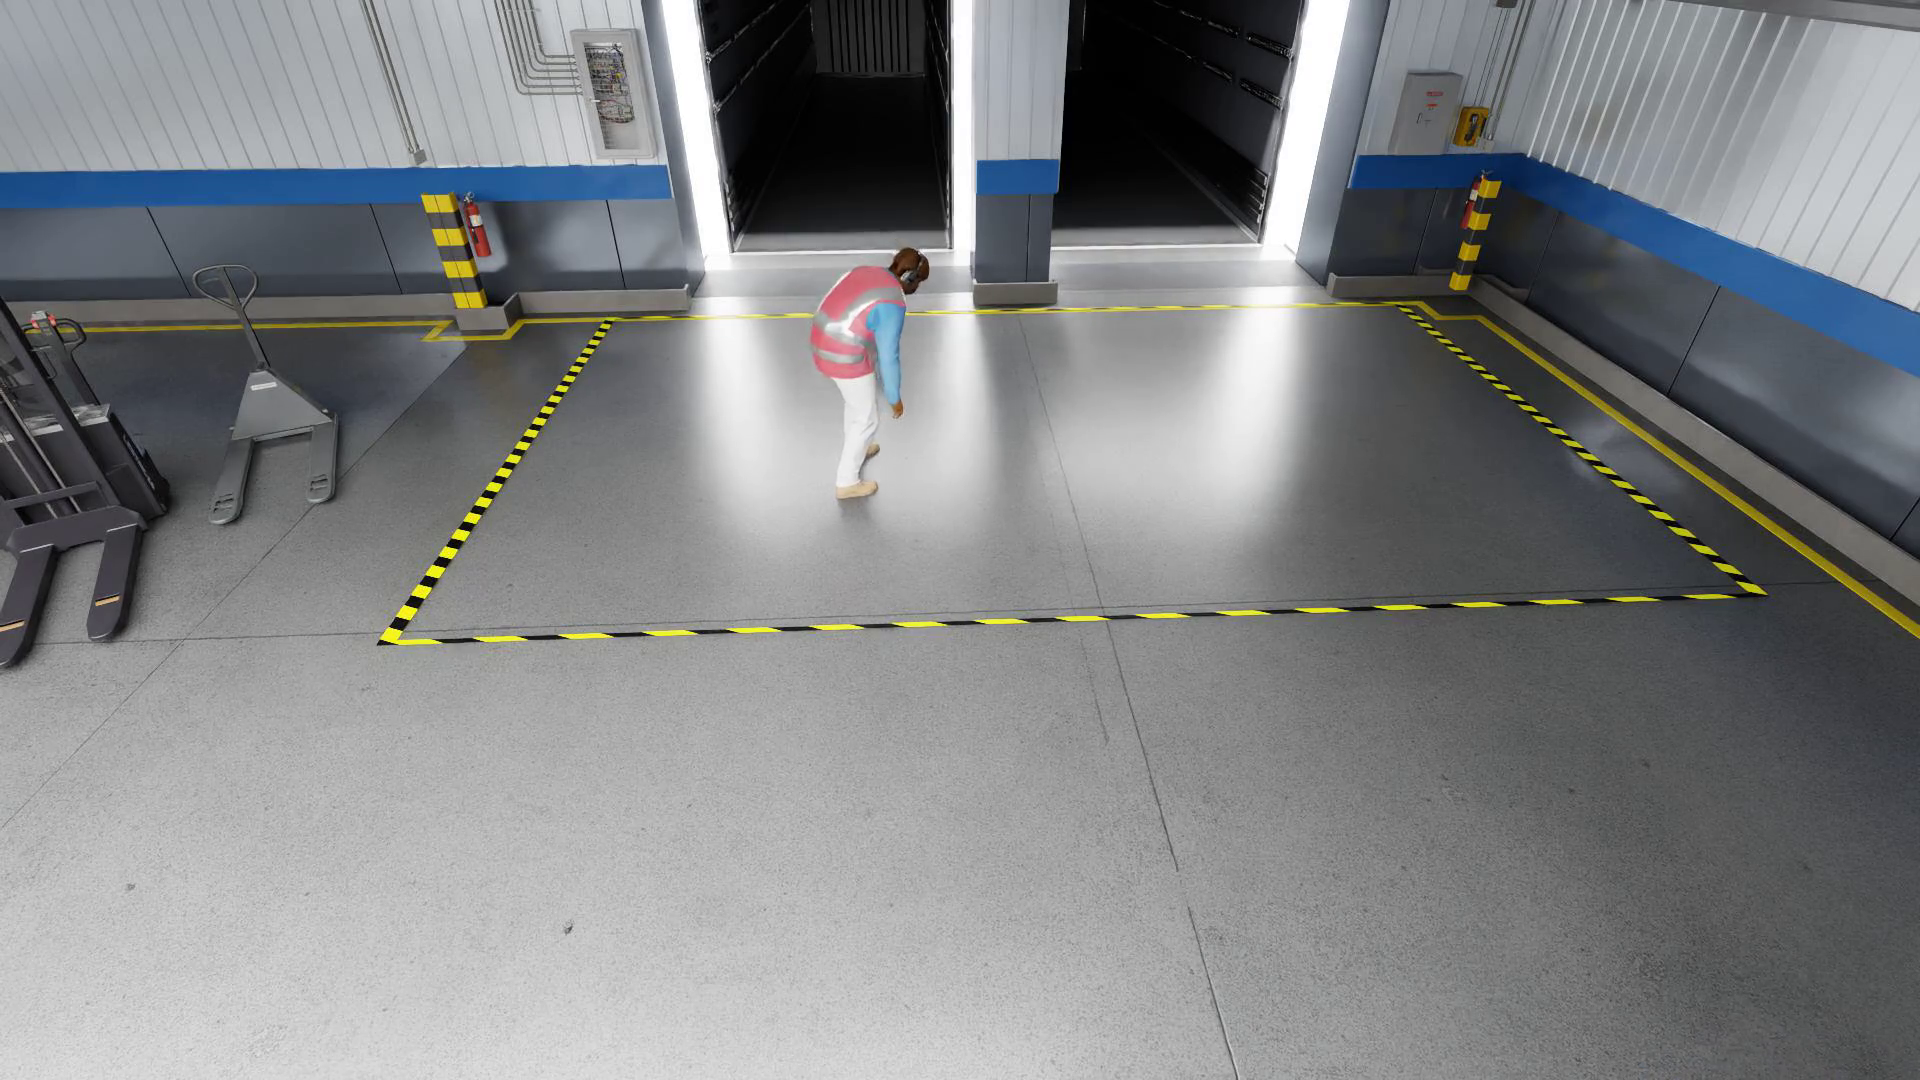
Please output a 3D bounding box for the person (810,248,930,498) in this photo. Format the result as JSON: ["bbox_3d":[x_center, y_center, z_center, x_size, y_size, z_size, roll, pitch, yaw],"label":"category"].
[{"bbox_3d":[-0.565,-1.103,6.001,0.835,1.528,0.780,-20,39,-26],"label":"person"}]

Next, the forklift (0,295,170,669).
[{"bbox_3d":[-5.212,-0.618,4.878,0.823,1.965,1.885,-20,39,-26],"label":"forklift"}]

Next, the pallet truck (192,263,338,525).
[{"bbox_3d":[-4.778,-1.027,6.128,0.680,1.201,1.601,-17,38,-23],"label":"pallet truck"}]
